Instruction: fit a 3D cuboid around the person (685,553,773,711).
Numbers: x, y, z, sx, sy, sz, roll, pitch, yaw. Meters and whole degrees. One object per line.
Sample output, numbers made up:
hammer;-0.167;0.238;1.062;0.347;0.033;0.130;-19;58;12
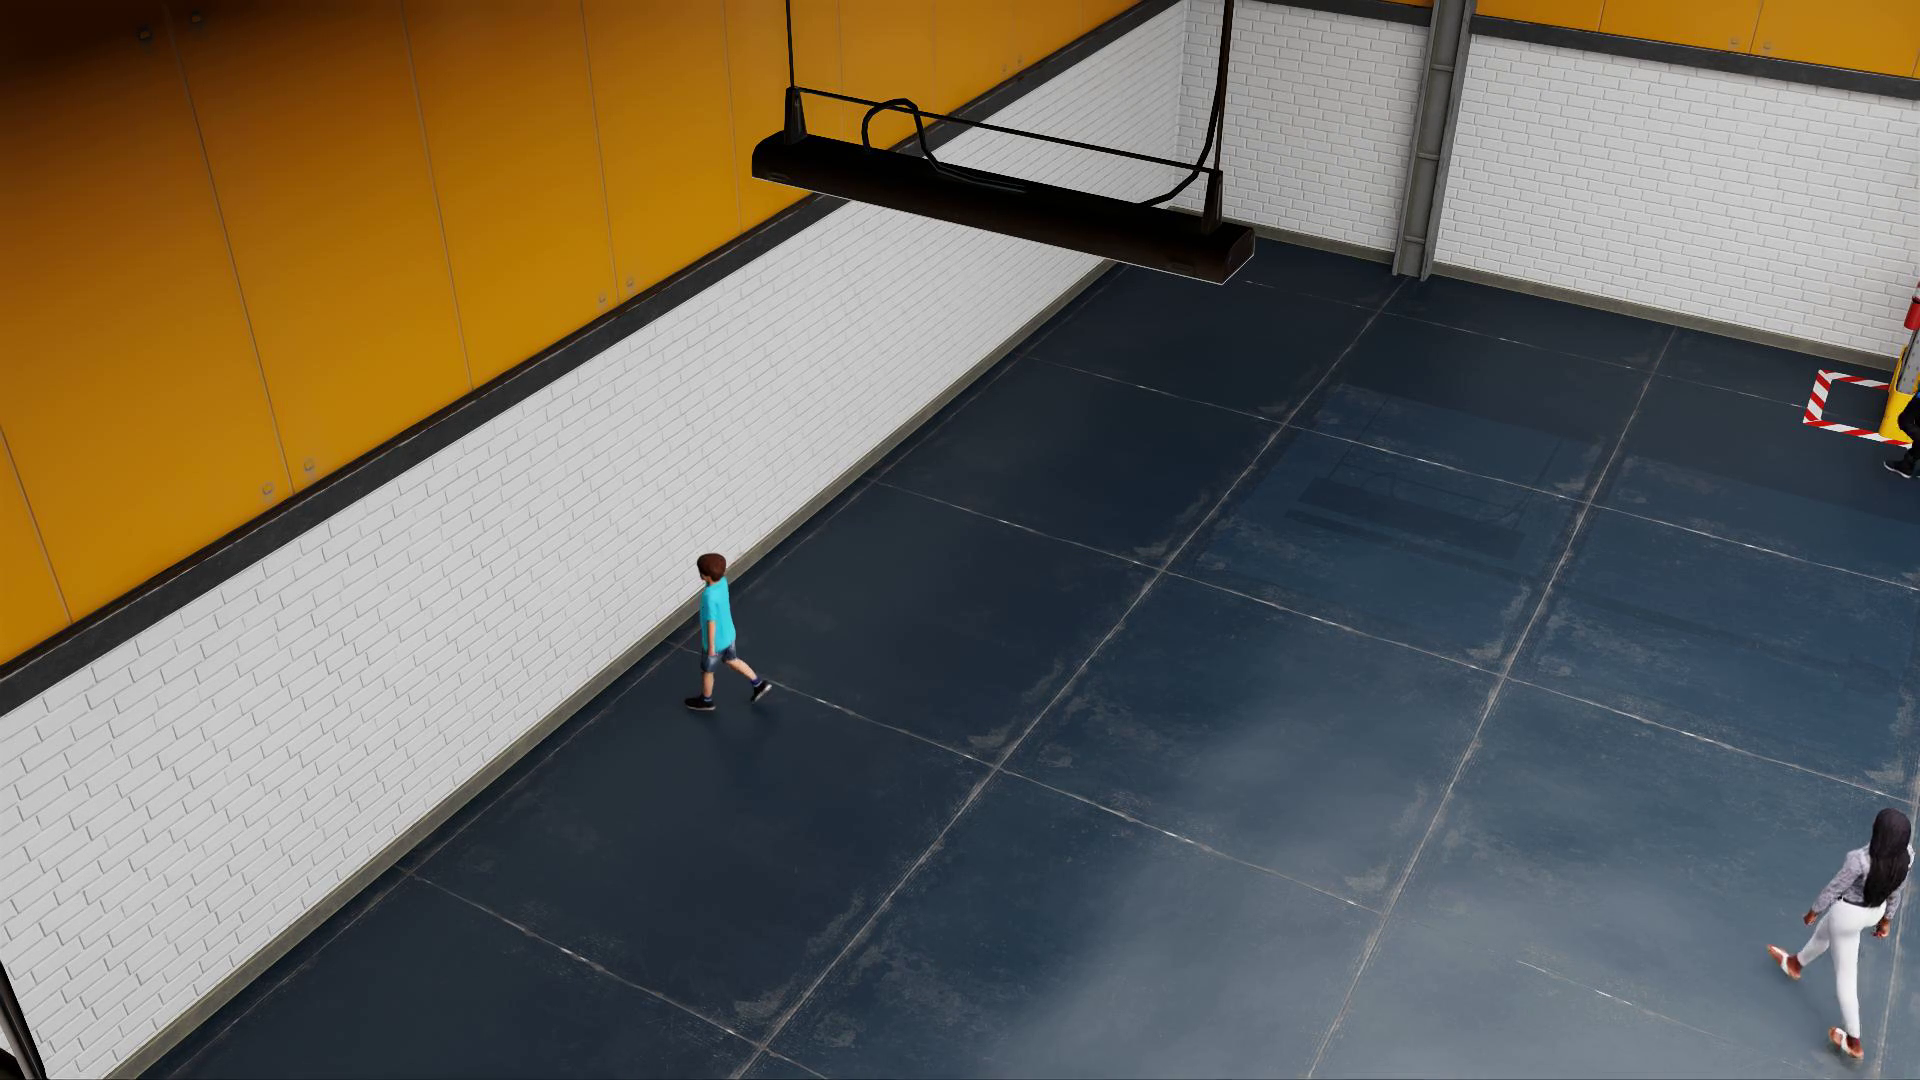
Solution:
person;-1.781;0.714;12.651;0.961;1.432;0.709;7;34;10

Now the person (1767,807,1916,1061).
person;5.399;2.347;9.971;1.138;1.679;1.187;-7;34;-11
